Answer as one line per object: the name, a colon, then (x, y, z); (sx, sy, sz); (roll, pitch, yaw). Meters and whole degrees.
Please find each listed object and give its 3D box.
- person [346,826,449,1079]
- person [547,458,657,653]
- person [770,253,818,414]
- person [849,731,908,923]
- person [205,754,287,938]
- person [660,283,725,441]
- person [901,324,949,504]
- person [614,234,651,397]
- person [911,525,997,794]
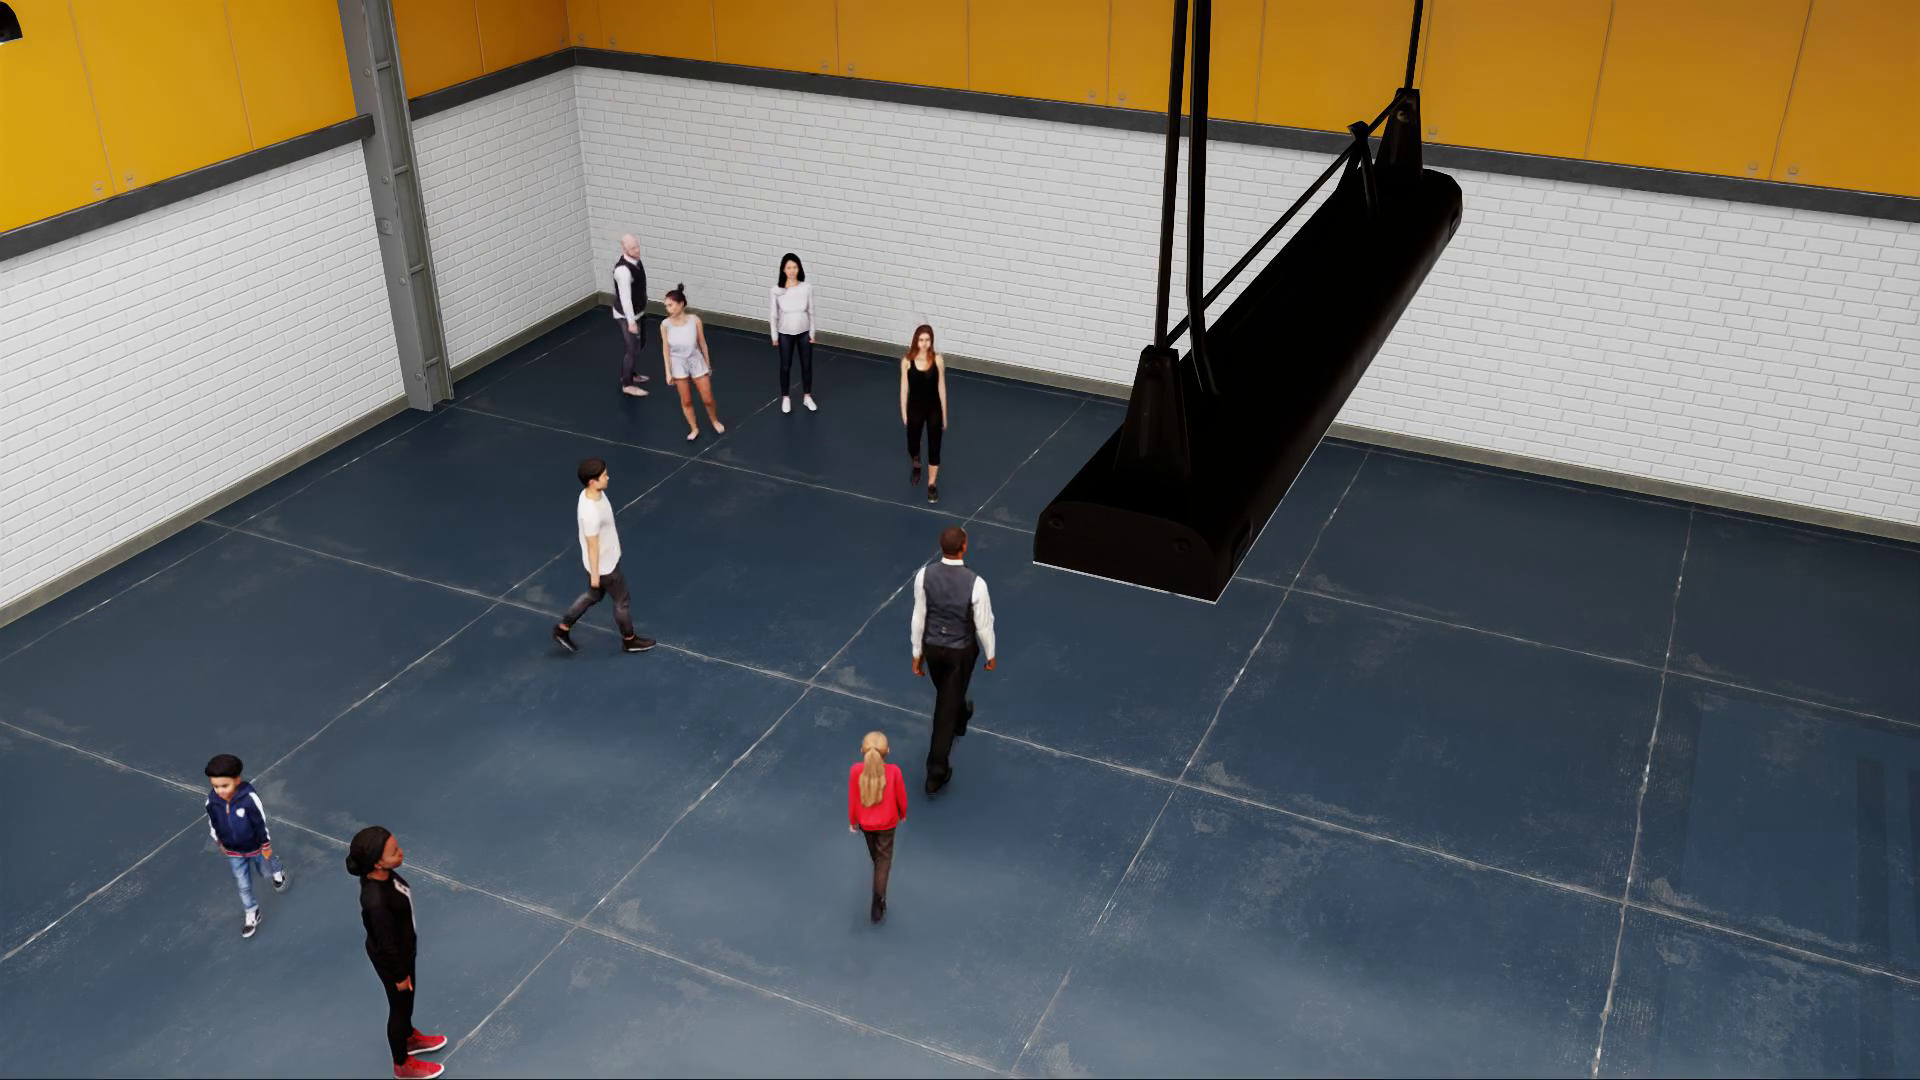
person: (-3.086, 2.239, 9.044); (0.722, 1.676, 0.656); (-9, 30, -16)
person: (-2.859, 0.146, 12.862); (1.083, 1.695, 1.077); (-7, 29, -13)
person: (-1.689, -2.122, 17.018); (0.700, 1.697, 0.737); (-6, 29, -12)
person: (-0.518, 1.781, 10.328); (0.688, 1.251, 0.976); (4, 29, 7)
person: (-4.408, 1.827, 10.296); (0.727, 1.202, 0.869); (-1, 29, -2)
person: (-2.659, -1.736, 16.398); (0.789, 1.613, 0.790); (-8, 30, -15)
person: (-0.314, -1.201, 15.311); (0.733, 1.714, 0.814); (-1, 29, -2)
person: (-3.455, -2.333, 17.310); (0.942, 1.787, 0.776); (-6, 29, -10)
person: (-0.102, 0.848, 11.401); (0.736, 1.861, 1.265); (11, 31, 20)
